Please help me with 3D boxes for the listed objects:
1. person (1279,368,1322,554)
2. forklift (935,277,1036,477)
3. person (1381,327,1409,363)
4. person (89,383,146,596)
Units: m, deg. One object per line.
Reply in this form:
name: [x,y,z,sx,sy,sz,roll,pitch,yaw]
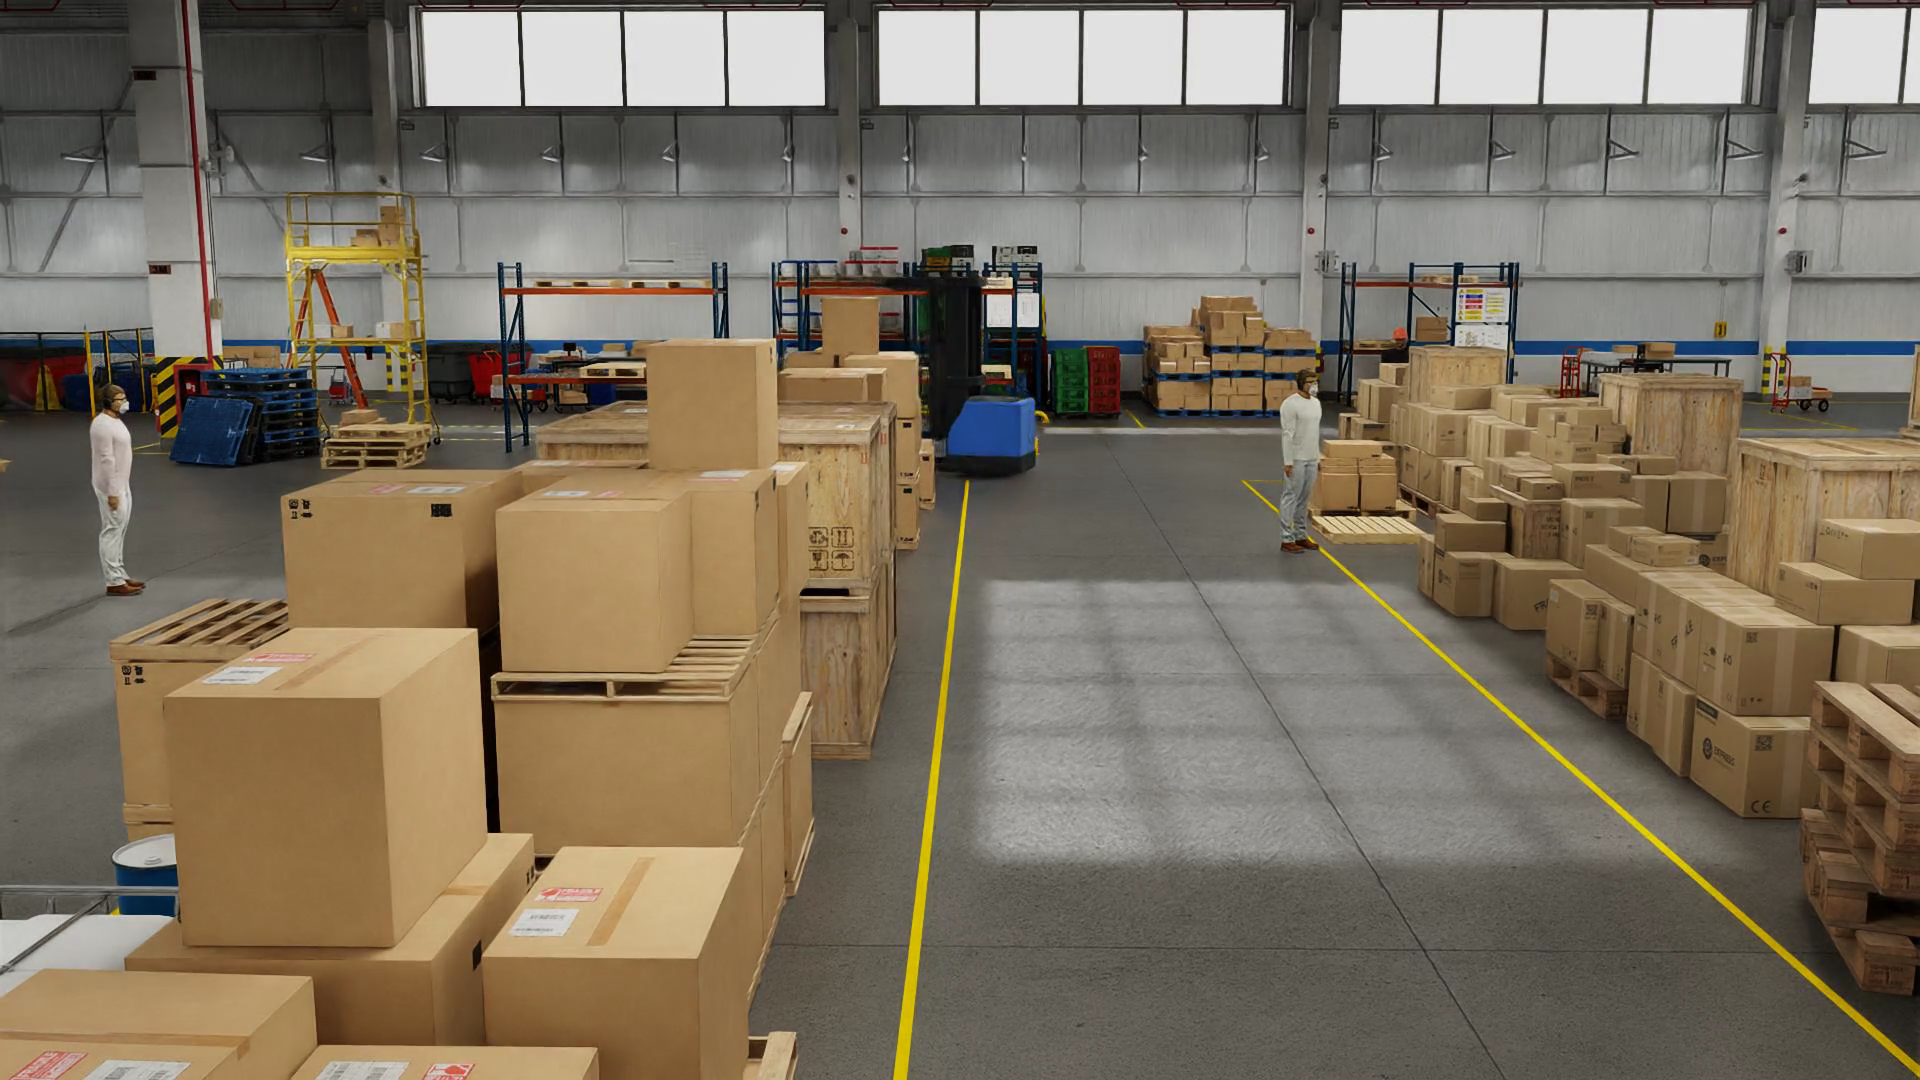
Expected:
person: [3.589,-0.836,17.456,0.371,1.941,0.627,9,13,44]
forklift: [0.083,-2.367,23.815,1.873,2.768,1.129,3,10,16]
person: [7.055,-2.423,26.792,0.608,1.996,0.382,3,10,19]
person: [-7.723,-0.461,15.210,0.372,1.941,0.627,-3,10,-17]
